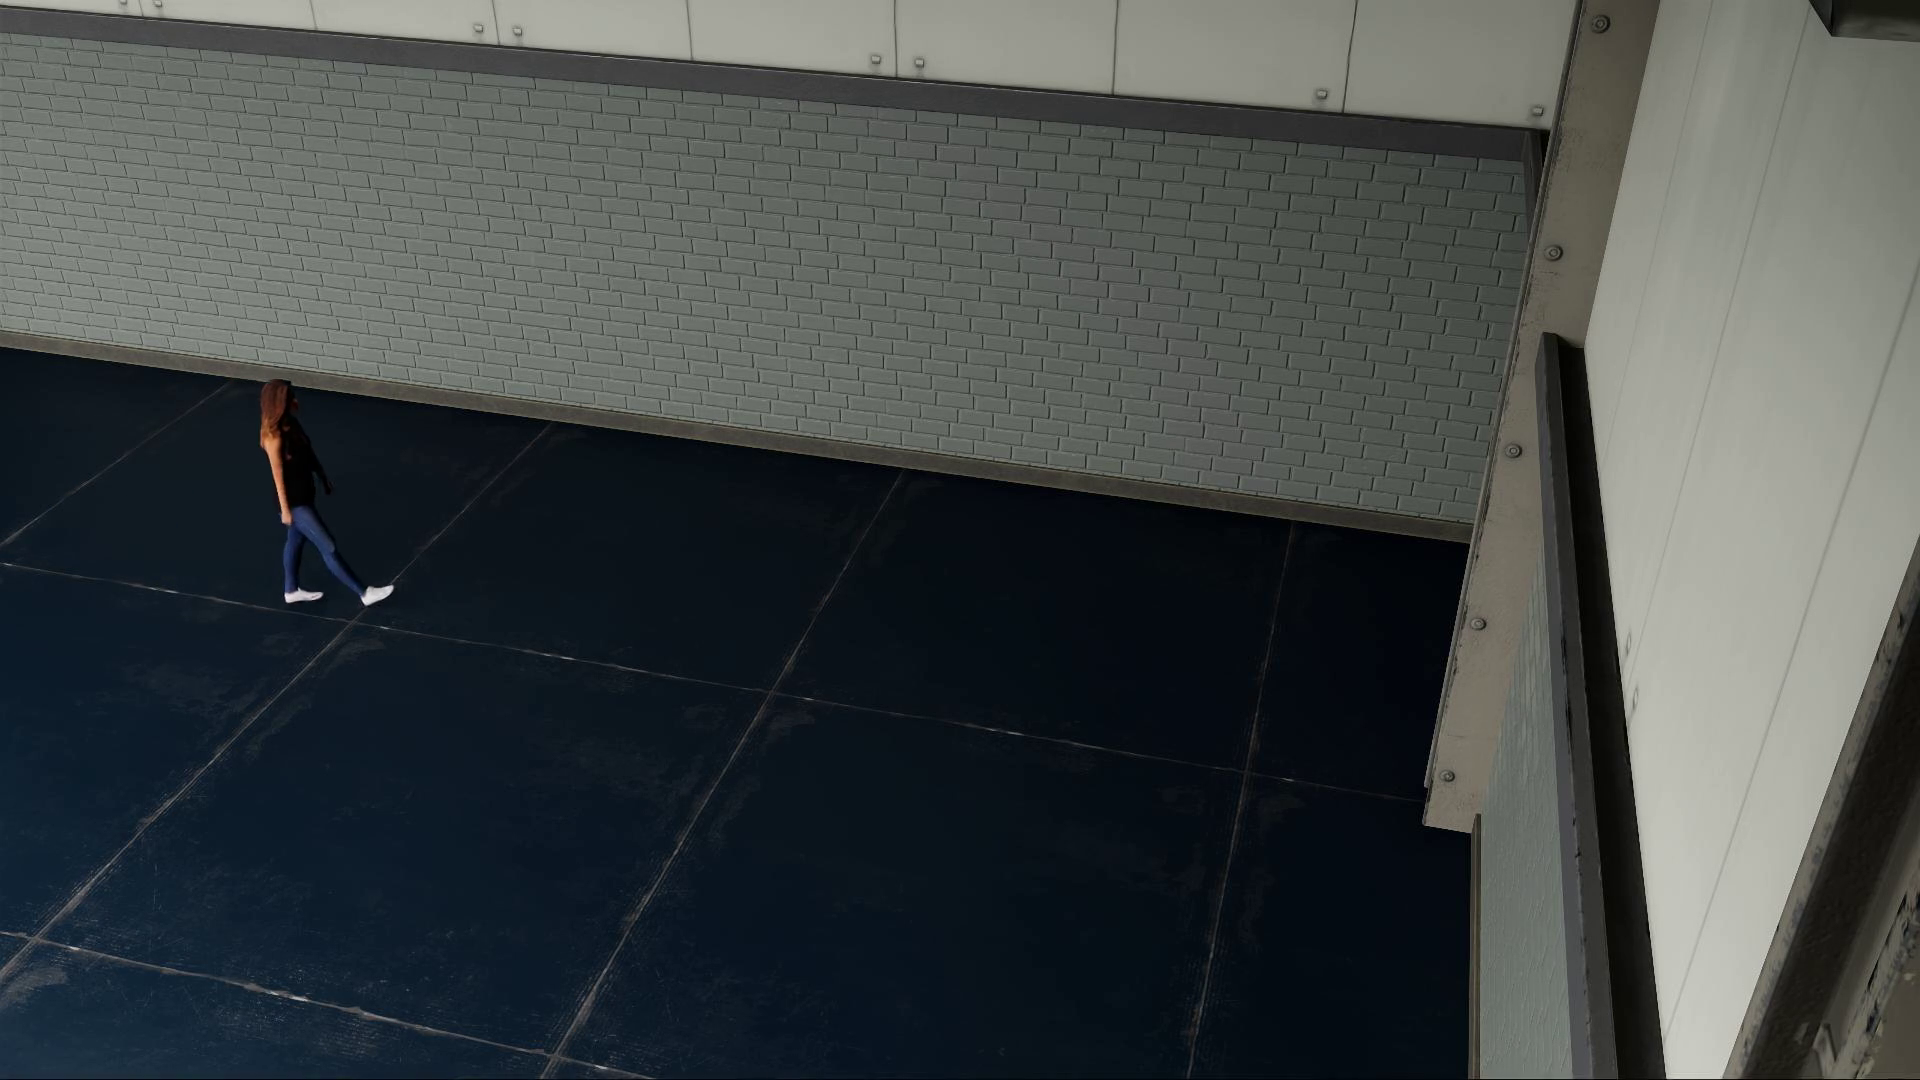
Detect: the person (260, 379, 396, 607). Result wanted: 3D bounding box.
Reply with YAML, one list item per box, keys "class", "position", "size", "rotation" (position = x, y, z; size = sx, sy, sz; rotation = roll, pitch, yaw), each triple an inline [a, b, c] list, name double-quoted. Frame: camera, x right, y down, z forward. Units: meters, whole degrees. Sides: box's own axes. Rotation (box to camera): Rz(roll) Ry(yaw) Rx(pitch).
- class: "person"
  position: [-4.421, -0.262, 10.901]
  size: [0.886, 1.686, 1.016]
  rotation: [-3, 32, -5]
